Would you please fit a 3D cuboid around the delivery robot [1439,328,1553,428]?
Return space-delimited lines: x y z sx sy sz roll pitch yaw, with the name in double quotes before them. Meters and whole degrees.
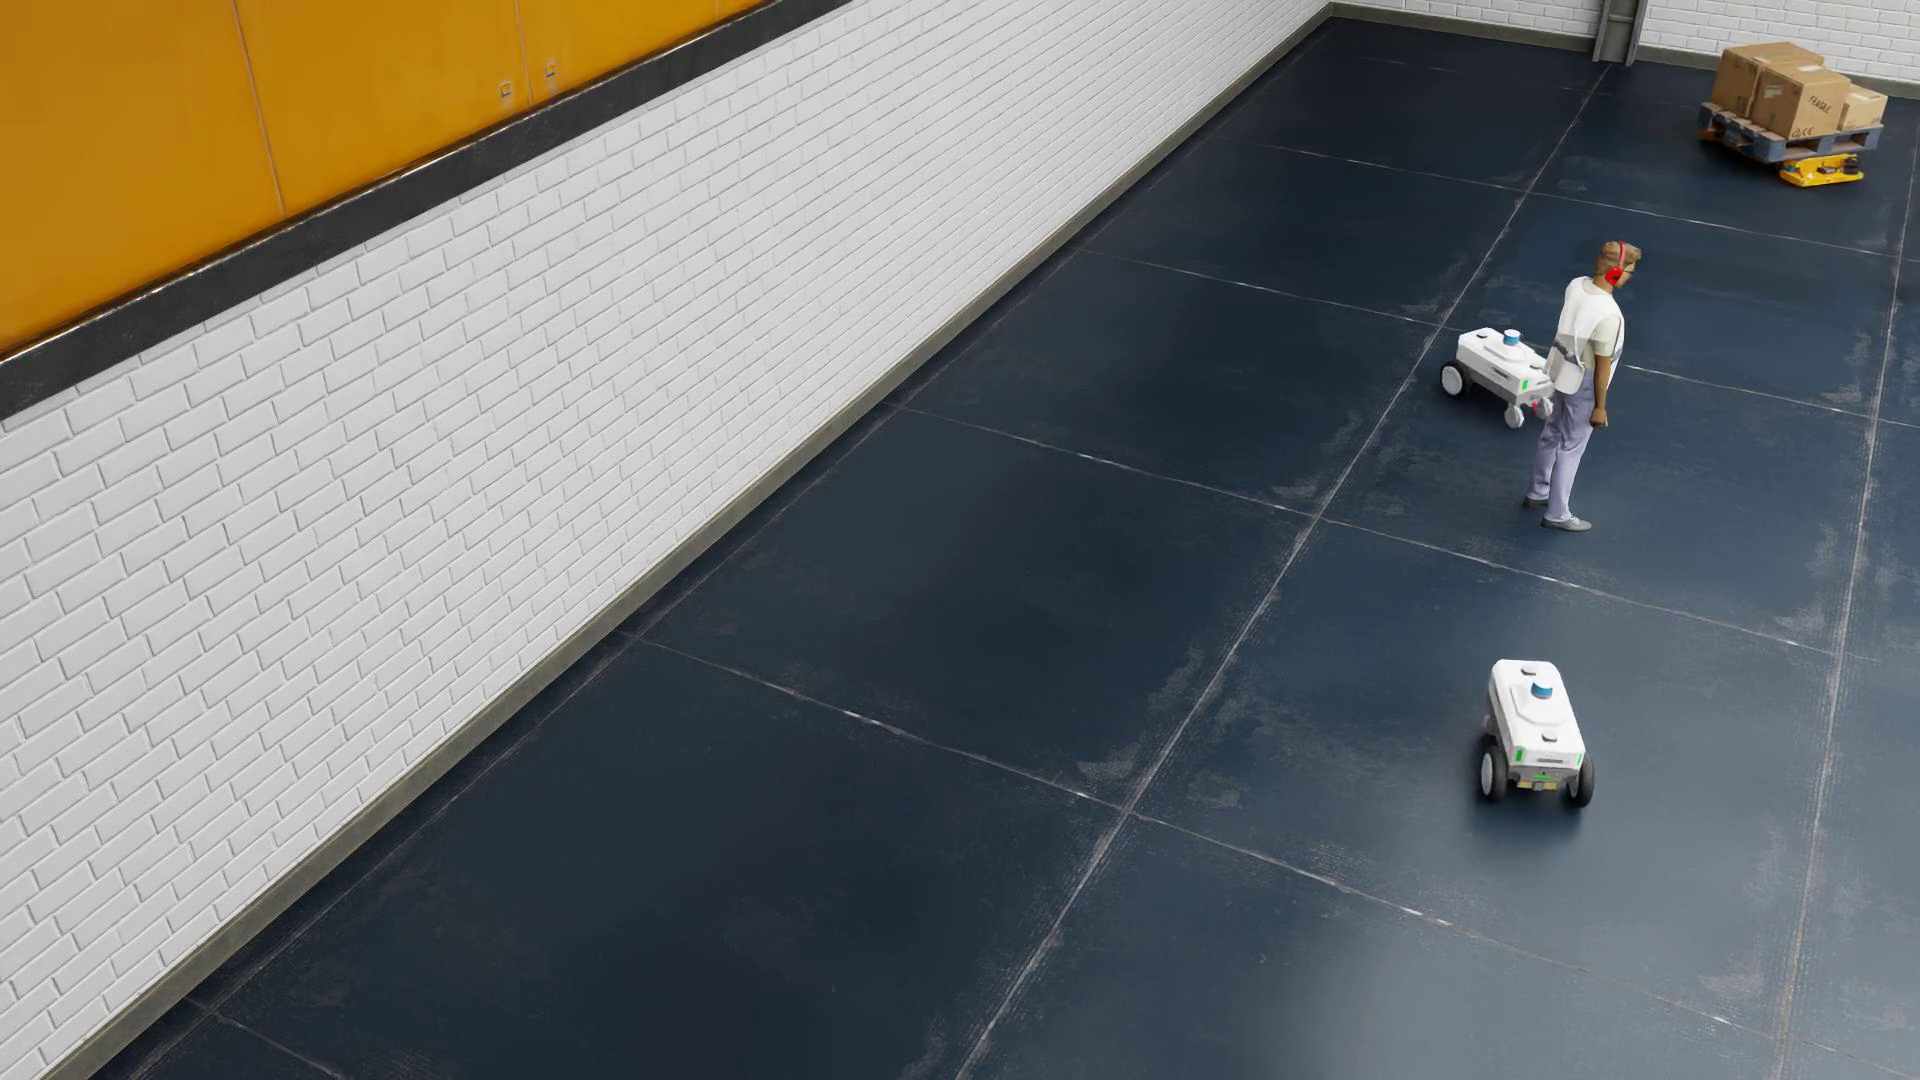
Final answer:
"delivery robot" 3.747 -1.161 11.441 0.499 0.586 0.772 -16 37 -23

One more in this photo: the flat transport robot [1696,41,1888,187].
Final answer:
"flat transport robot" 7.577 -3.623 15.368 0.659 0.231 1.431 -10 35 -14

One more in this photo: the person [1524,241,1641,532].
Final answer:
"person" 3.691 -0.917 9.936 0.390 1.837 0.562 -3 34 -5

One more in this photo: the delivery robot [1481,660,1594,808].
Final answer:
"delivery robot" 2.866 0.954 8.301 0.505 0.595 0.766 3 34 4
